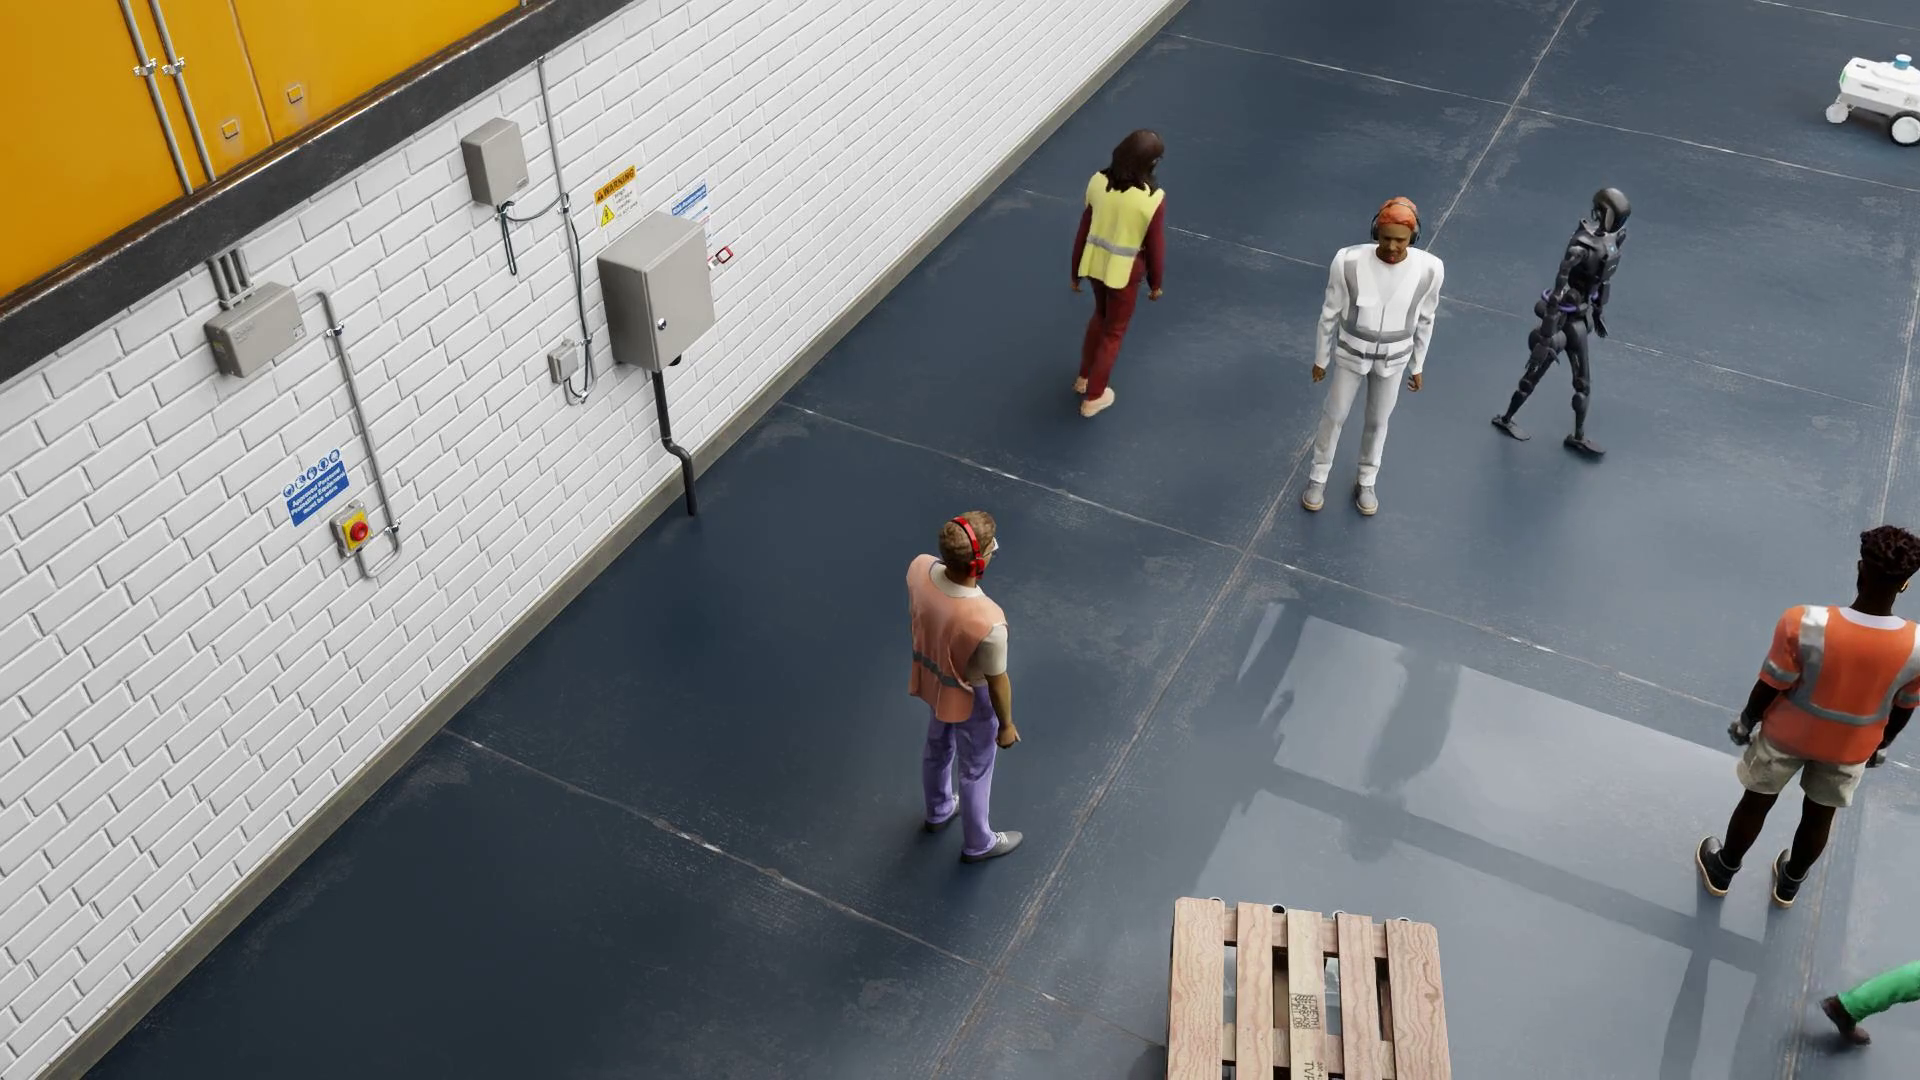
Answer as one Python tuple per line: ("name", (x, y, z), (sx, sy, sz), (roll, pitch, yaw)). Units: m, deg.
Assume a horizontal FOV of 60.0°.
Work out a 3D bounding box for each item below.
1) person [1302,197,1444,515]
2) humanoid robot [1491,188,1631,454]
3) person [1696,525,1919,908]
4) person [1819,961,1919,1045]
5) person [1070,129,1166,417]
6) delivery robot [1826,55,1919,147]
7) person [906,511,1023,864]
("person", (2.142, -0.944, 8.696), (0.583, 1.882, 0.337), (5, 41, 6))
("humanoid robot", (3.390, -1.181, 9.141), (0.606, 1.633, 0.645), (-28, 48, -29))
("person", (3.439, 0.750, 6.676), (0.601, 1.959, 0.384), (12, 42, 13))
("person", (3.811, 1.416, 6.015), (0.832, 1.814, 0.508), (8, 41, 10))
("person", (0.885, -1.492, 9.438), (0.488, 1.741, 0.509), (28, 48, 29))
("delivery robot", (6.995, -3.336, 12.490), (0.802, 0.600, 0.499), (27, 48, 28))
("person", (0.005, 0.635, 6.894), (0.390, 1.846, 0.565), (-29, 48, -29))
